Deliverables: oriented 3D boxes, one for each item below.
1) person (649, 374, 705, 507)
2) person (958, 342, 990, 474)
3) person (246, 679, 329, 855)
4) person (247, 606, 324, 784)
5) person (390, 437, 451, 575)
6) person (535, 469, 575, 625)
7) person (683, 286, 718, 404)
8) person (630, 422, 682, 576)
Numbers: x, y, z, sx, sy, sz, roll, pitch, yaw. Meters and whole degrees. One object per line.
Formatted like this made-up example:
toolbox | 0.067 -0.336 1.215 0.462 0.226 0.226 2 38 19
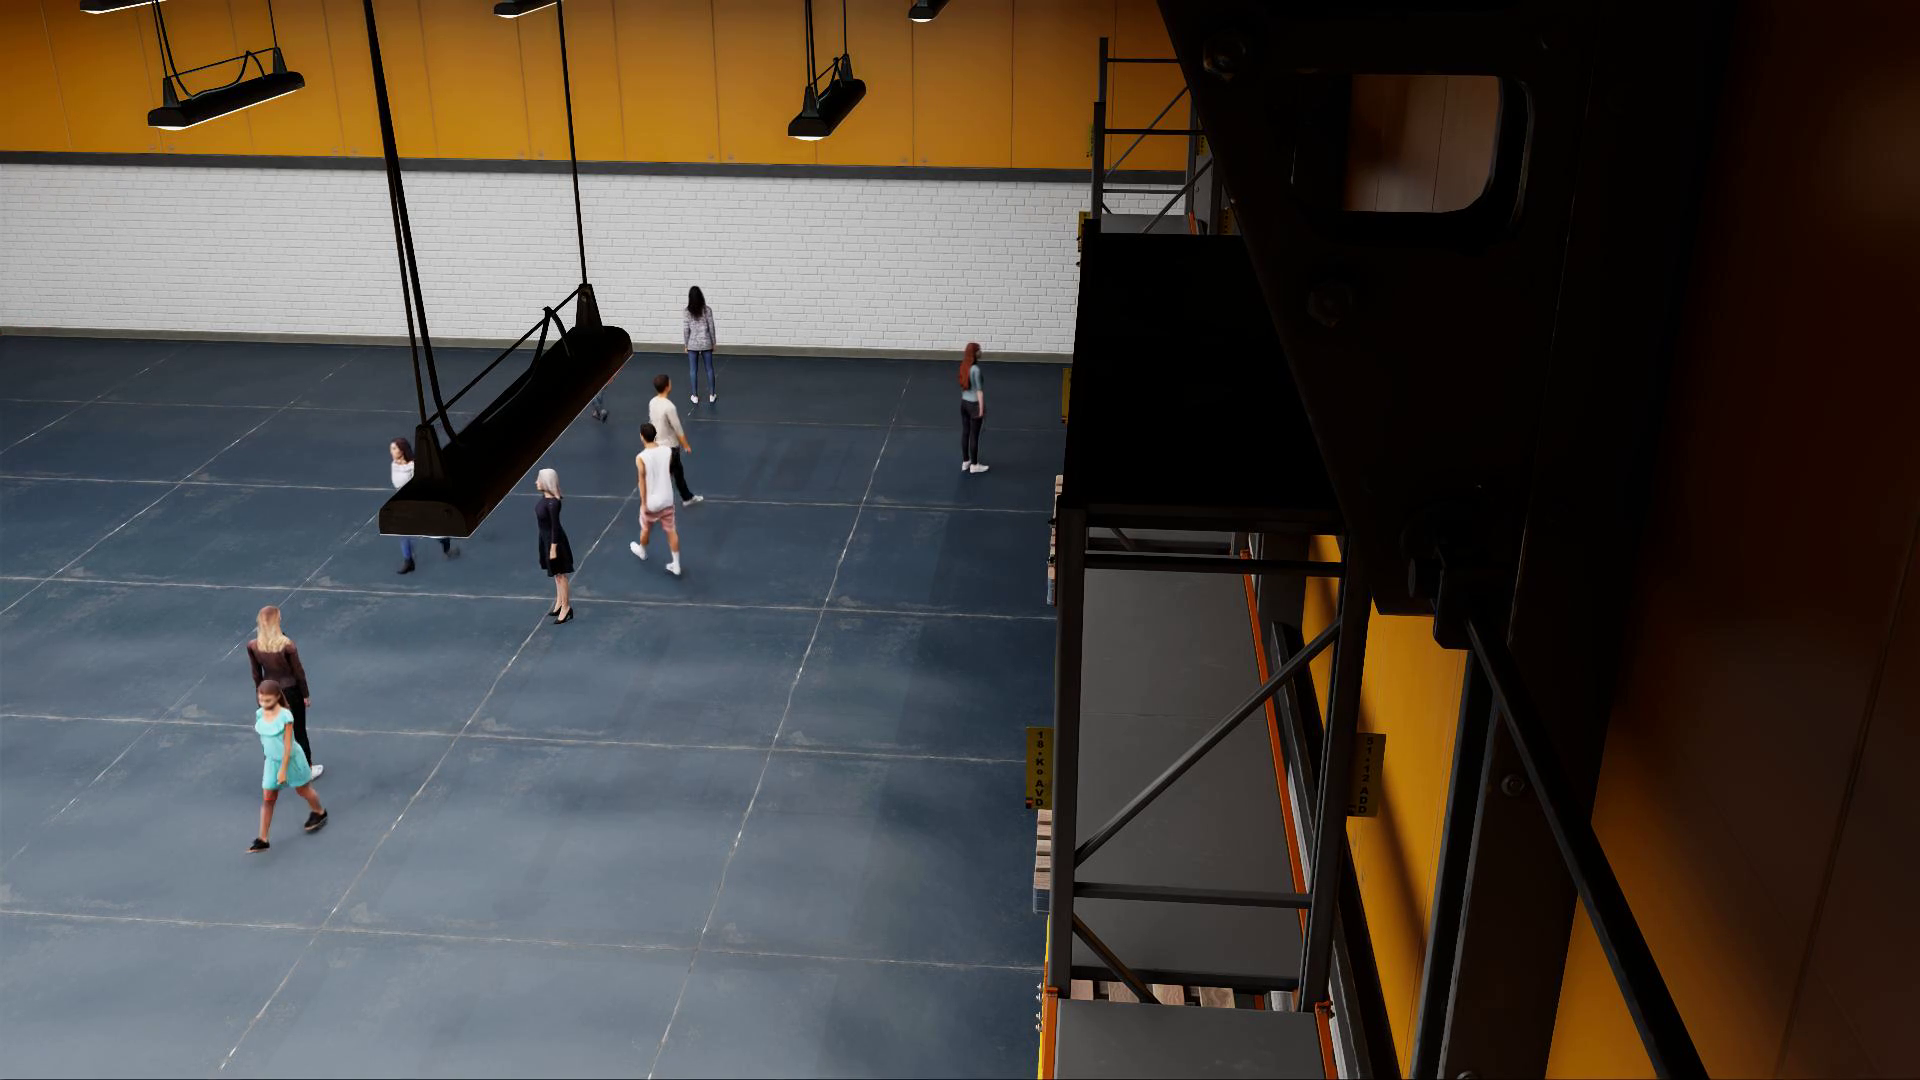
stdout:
person | -3.658 -1.107 20.329 1.179 1.768 1.141 -18 29 -35
person | 0.154 -1.740 21.811 0.733 1.743 0.653 -14 27 -29
person | -5.590 1.834 13.927 0.718 1.507 1.096 9 25 19
person | -6.003 1.376 14.727 0.610 1.706 0.508 1 24 2
person | -6.188 -0.412 18.941 0.854 1.607 1.060 13 27 27
person | -4.329 0.050 17.711 0.749 1.747 0.646 -9 25 -20
person | -3.829 -2.879 24.429 0.673 1.733 0.615 -5 24 -11
person | -3.376 -0.425 18.808 1.082 1.739 1.163 -17 29 -34
